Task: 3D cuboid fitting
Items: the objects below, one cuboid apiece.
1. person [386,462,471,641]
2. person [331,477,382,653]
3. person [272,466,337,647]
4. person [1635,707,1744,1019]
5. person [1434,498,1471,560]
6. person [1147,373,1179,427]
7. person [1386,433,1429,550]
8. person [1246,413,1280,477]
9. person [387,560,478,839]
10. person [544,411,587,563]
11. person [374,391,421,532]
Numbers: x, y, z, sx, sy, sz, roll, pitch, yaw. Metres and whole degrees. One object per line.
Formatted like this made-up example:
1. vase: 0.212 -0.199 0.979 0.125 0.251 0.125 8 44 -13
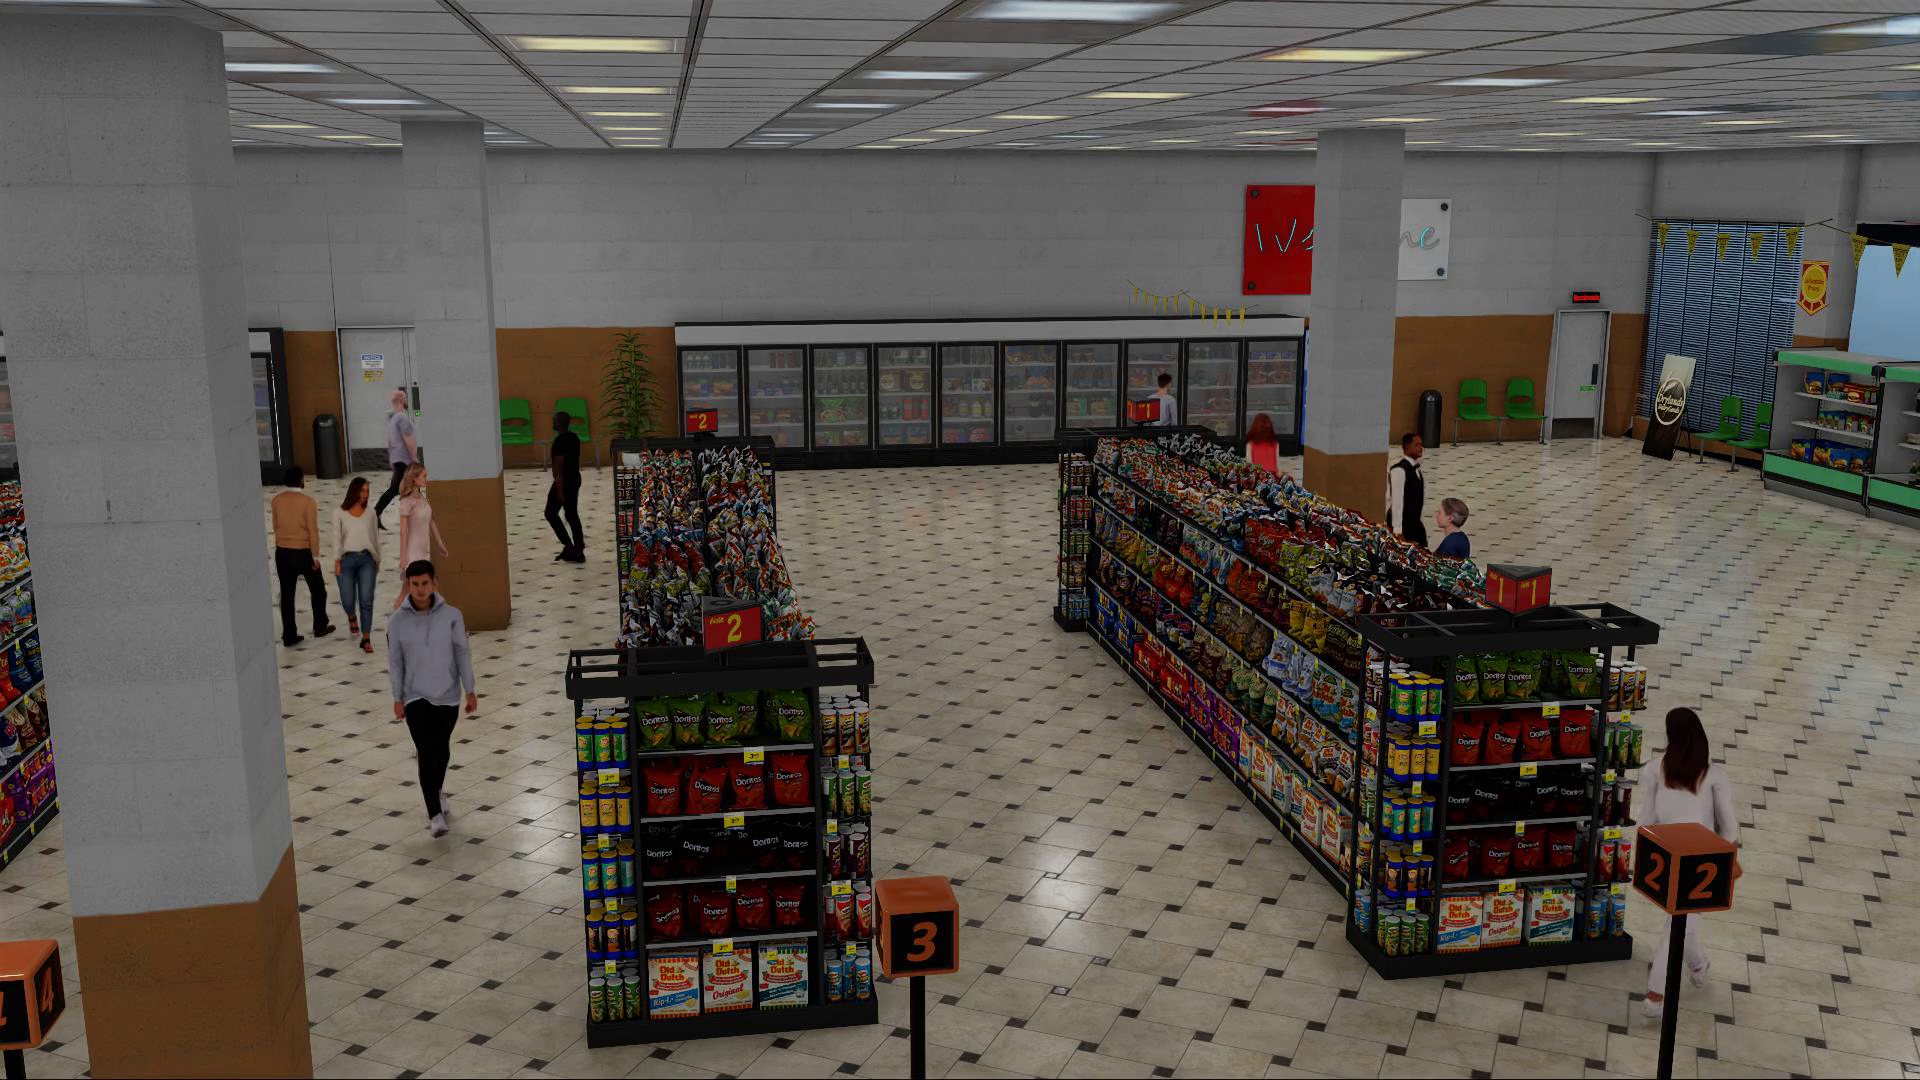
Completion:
1. person: -5.342 0.173 16.051 0.803 1.769 1.086 1 12 6
2. person: -5.853 0.229 16.080 0.804 1.645 1.078 -5 13 -21
3. person: -6.474 0.181 16.107 0.818 1.730 0.928 1 12 5
4. person: 3.822 1.755 8.854 1.101 1.638 1.096 12 17 44
5. person: 4.101 0.567 13.936 0.794 1.868 0.693 6 13 26
6. person: 2.840 -1.440 23.519 0.703 1.847 0.766 8 14 34
7. person: 4.562 -0.174 17.364 0.920 1.907 0.866 9 15 36
8. person: 3.559 -0.536 19.402 0.684 1.774 1.160 -1 12 -4
9. person: -3.674 1.069 11.546 0.922 1.870 1.276 -6 13 -26
10. person: -4.578 -0.611 19.686 0.856 1.805 0.755 3 12 14
11. person: -7.302 -0.992 21.517 1.088 1.796 1.264 -8 14 -33
